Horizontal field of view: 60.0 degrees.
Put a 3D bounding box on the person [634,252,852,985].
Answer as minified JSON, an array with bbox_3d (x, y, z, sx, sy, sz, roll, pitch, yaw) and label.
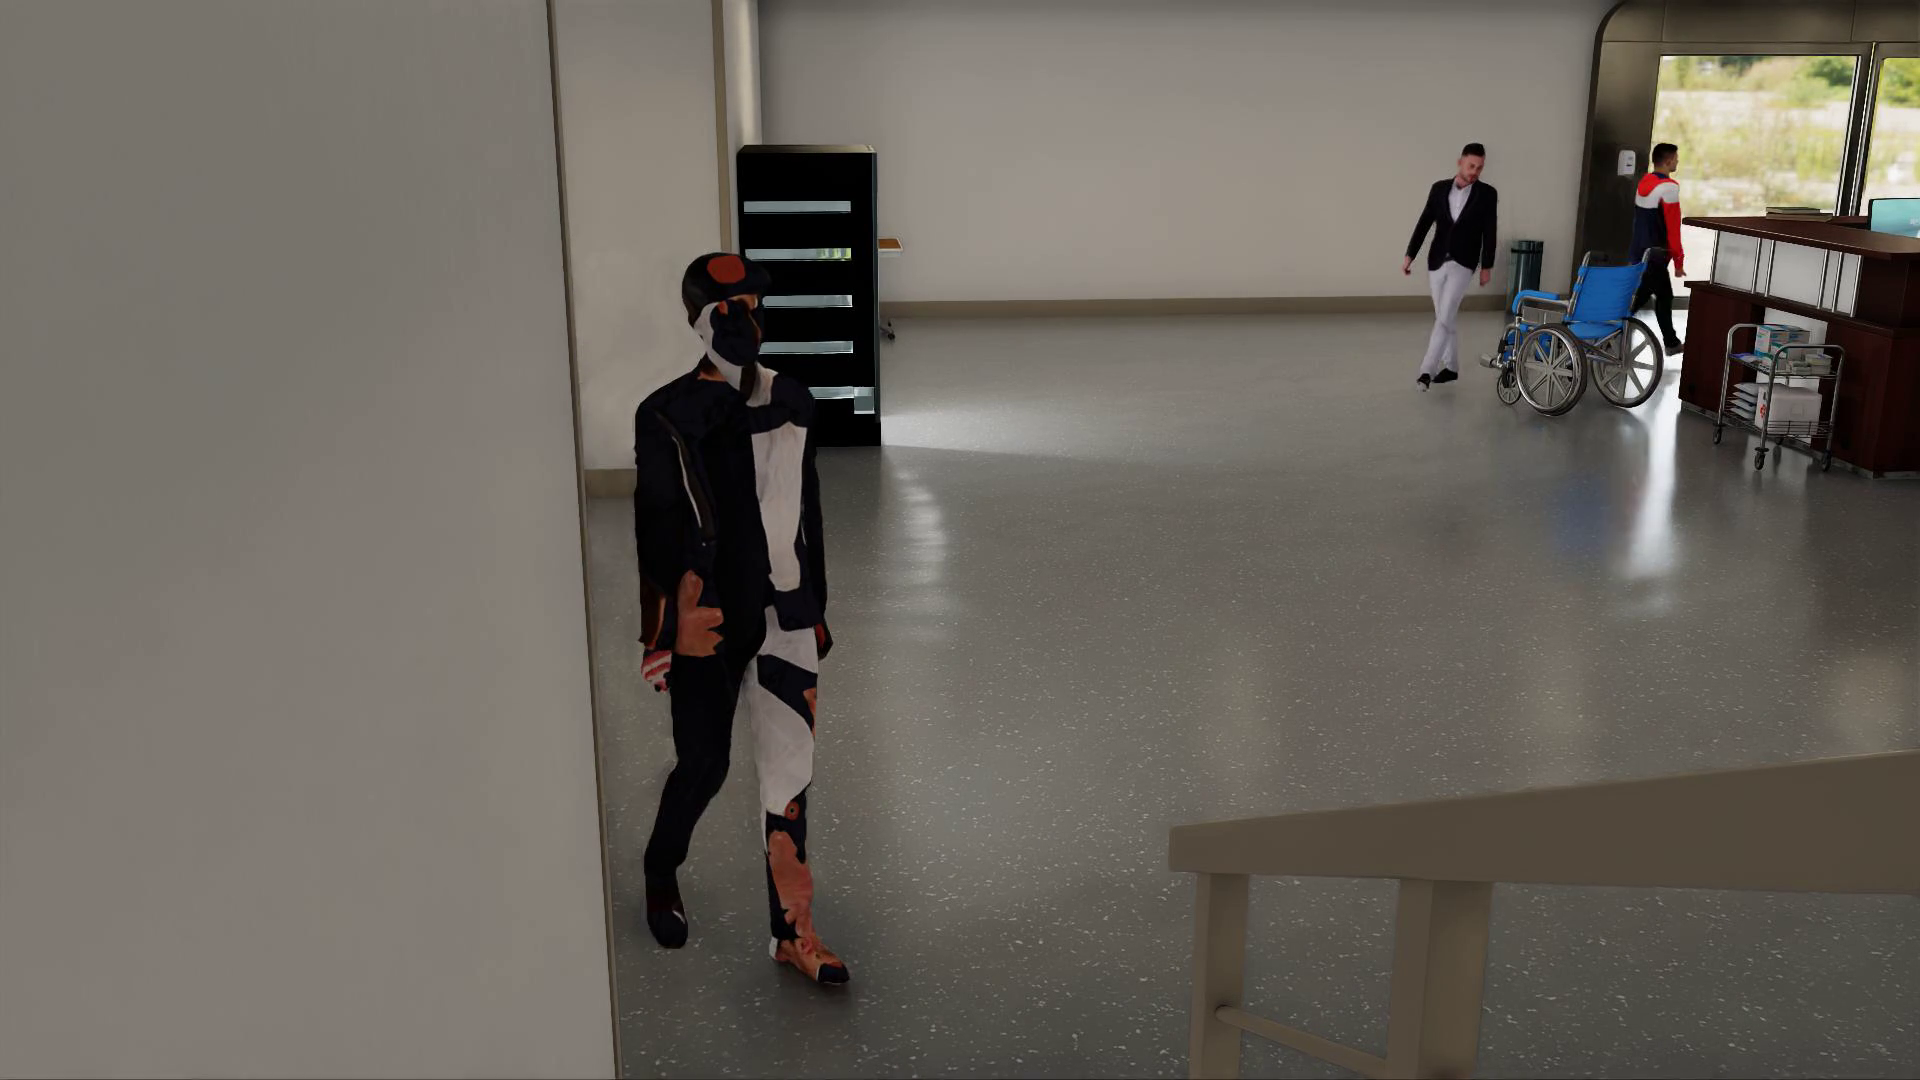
[{"bbox_3d":[-0.602,0.202,4.284,0.962,1.896,1.082,-11,19,-34],"label":"person"}]

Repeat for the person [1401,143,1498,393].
[{"bbox_3d":[3.657,-1.976,12.230,1.242,1.775,1.198,-15,22,-43],"label":"person"}]

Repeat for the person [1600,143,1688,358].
[{"bbox_3d":[5.497,-2.269,13.383,0.700,1.713,1.069,-2,16,-6],"label":"person"}]
